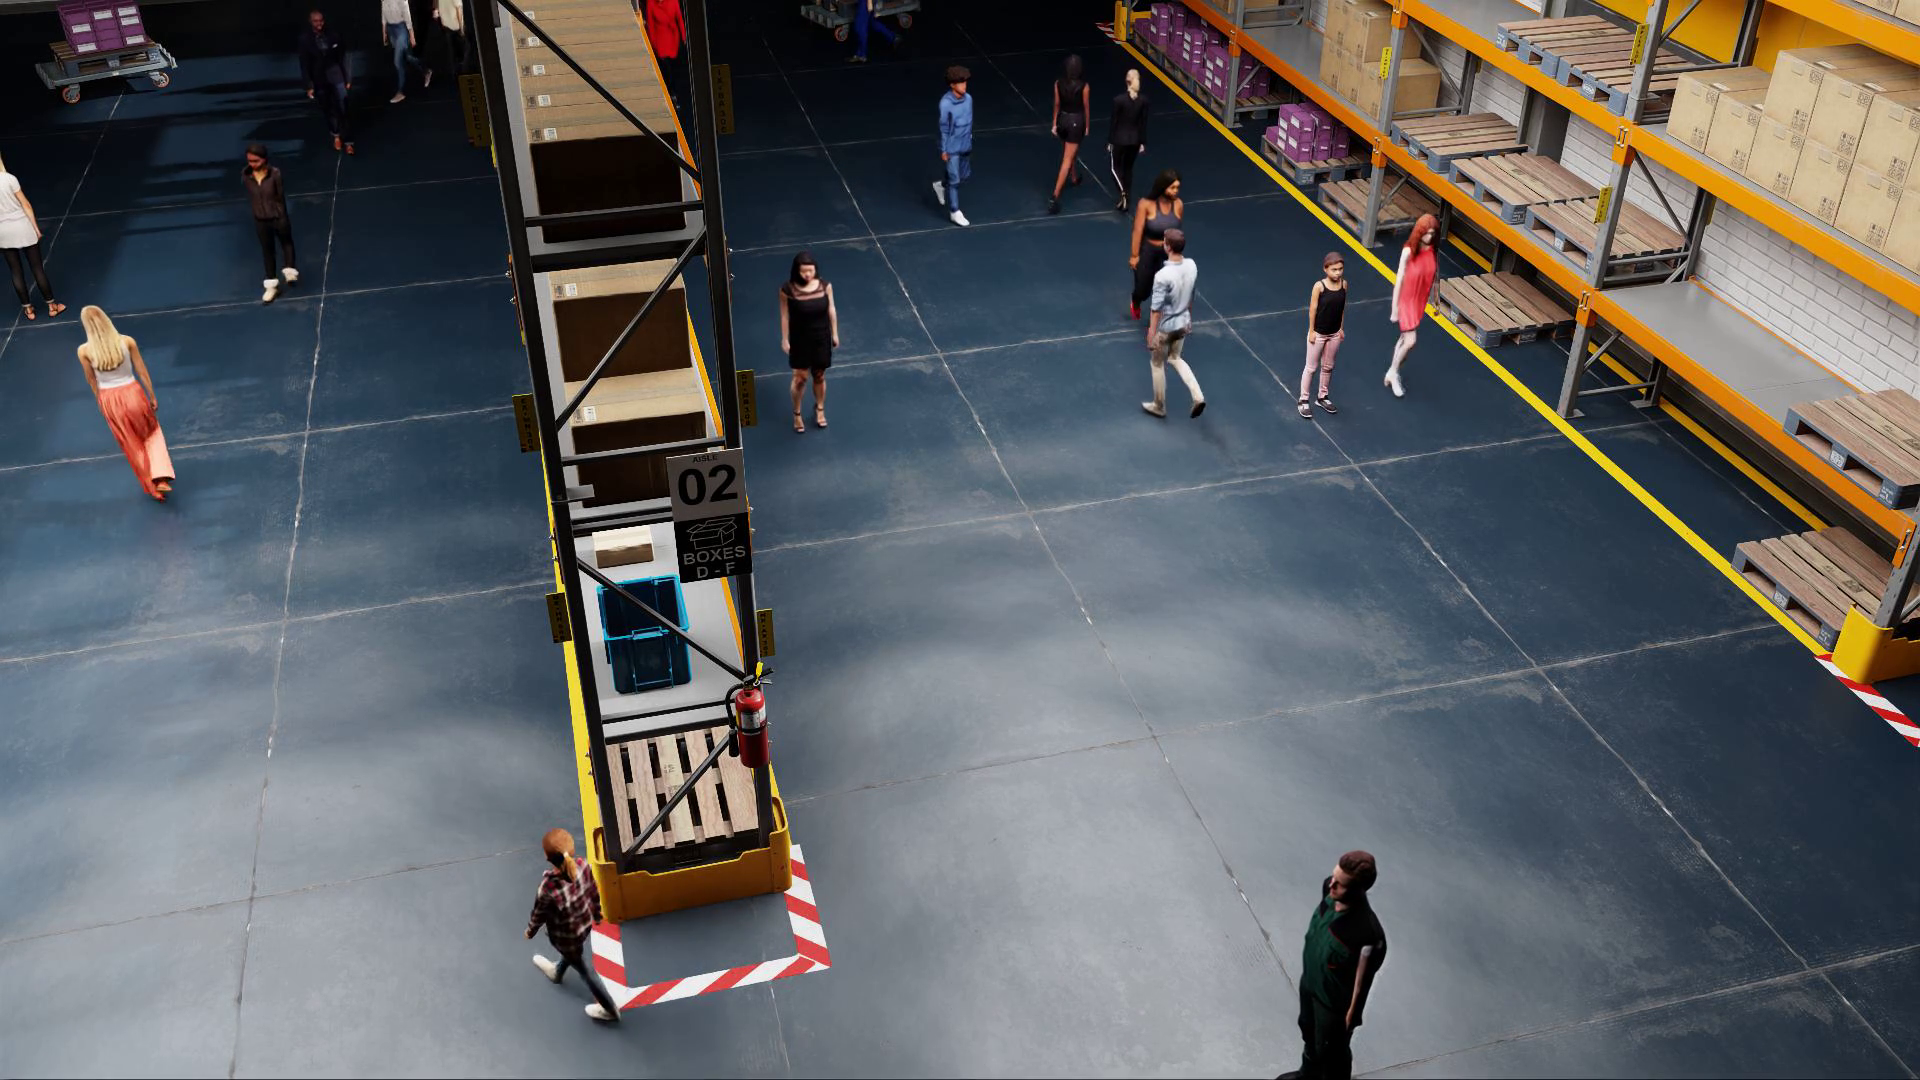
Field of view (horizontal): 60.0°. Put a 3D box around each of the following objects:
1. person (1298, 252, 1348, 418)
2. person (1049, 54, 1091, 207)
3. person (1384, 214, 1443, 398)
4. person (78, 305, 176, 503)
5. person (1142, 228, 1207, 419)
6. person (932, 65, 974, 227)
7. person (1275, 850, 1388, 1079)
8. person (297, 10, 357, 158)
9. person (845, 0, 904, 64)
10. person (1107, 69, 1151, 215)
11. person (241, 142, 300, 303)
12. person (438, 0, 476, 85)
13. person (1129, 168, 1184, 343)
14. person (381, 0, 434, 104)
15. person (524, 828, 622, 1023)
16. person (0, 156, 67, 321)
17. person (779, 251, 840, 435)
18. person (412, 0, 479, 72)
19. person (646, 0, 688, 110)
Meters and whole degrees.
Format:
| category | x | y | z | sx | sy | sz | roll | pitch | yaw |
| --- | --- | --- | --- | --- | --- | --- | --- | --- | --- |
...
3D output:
| category | x | y | z | sx | sy | sz | roll | pitch | yaw |
| --- | --- | --- | --- | --- | --- | --- | --- | --- | --- |
| person | 3.303 | -1.879 | 15.068 | 0.533 | 1.565 | 0.526 | -11 | 35 | -16 |
| person | 1.240 | -4.679 | 19.165 | 1.161 | 1.693 | 1.209 | 18 | 38 | 25 |
| person | 4.086 | -2.190 | 15.315 | 0.708 | 1.809 | 0.728 | -20 | 39 | -27 |
| person | -6.837 | -1.048 | 13.615 | 0.702 | 1.789 | 0.806 | -14 | 36 | -20 |
| person | 1.938 | -1.852 | 14.789 | 0.882 | 1.828 | 1.040 | -24 | 40 | -31 |
| person | -0.110 | -4.476 | 18.775 | 0.935 | 1.787 | 1.065 | -28 | 43 | -35 |
| person | 1.929 | 2.279 | 8.562 | 0.689 | 1.842 | 0.509 | -7 | 34 | -10 |
| person | -7.817 | -5.666 | 20.577 | 0.744 | 1.773 | 1.136 | -10 | 35 | -15 |
| person | -1.223 | -7.684 | 23.533 | 0.834 | 1.861 | 1.060 | -4 | 34 | -6 |
| person | 1.901 | -4.447 | 18.818 | 0.631 | 1.691 | 0.789 | -8 | 34 | -12 |
| person | -7.090 | -3.231 | 17.017 | 0.801 | 1.659 | 0.684 | -8 | 34 | -12 |
| person | -6.992 | -7.041 | 22.829 | 0.726 | 1.569 | 0.783 | 15 | 37 | 22 |
| person | 1.881 | -2.790 | 16.231 | 0.683 | 1.794 | 0.942 | -8 | 34 | -11 |
| person | -7.480 | -6.821 | 22.389 | 1.079 | 1.690 | 1.146 | 18 | 38 | 25 |
| person | -2.109 | 2.177 | 9.237 | 0.956 | 1.265 | 0.897 | 17 | 37 | 24 |
| person | -9.456 | -3.075 | 16.632 | 0.601 | 1.826 | 0.517 | -9 | 35 | -13 |
| person | -1.343 | -1.772 | 14.773 | 0.664 | 1.713 | 0.595 | -11 | 35 | -17 |
| person | -7.452 | -7.416 | 23.185 | 1.239 | 1.800 | 1.165 | 28 | 42 | 35 |
| person | -3.911 | -6.641 | 22.114 | 0.734 | 1.695 | 1.106 | -14 | 36 | -20 |
